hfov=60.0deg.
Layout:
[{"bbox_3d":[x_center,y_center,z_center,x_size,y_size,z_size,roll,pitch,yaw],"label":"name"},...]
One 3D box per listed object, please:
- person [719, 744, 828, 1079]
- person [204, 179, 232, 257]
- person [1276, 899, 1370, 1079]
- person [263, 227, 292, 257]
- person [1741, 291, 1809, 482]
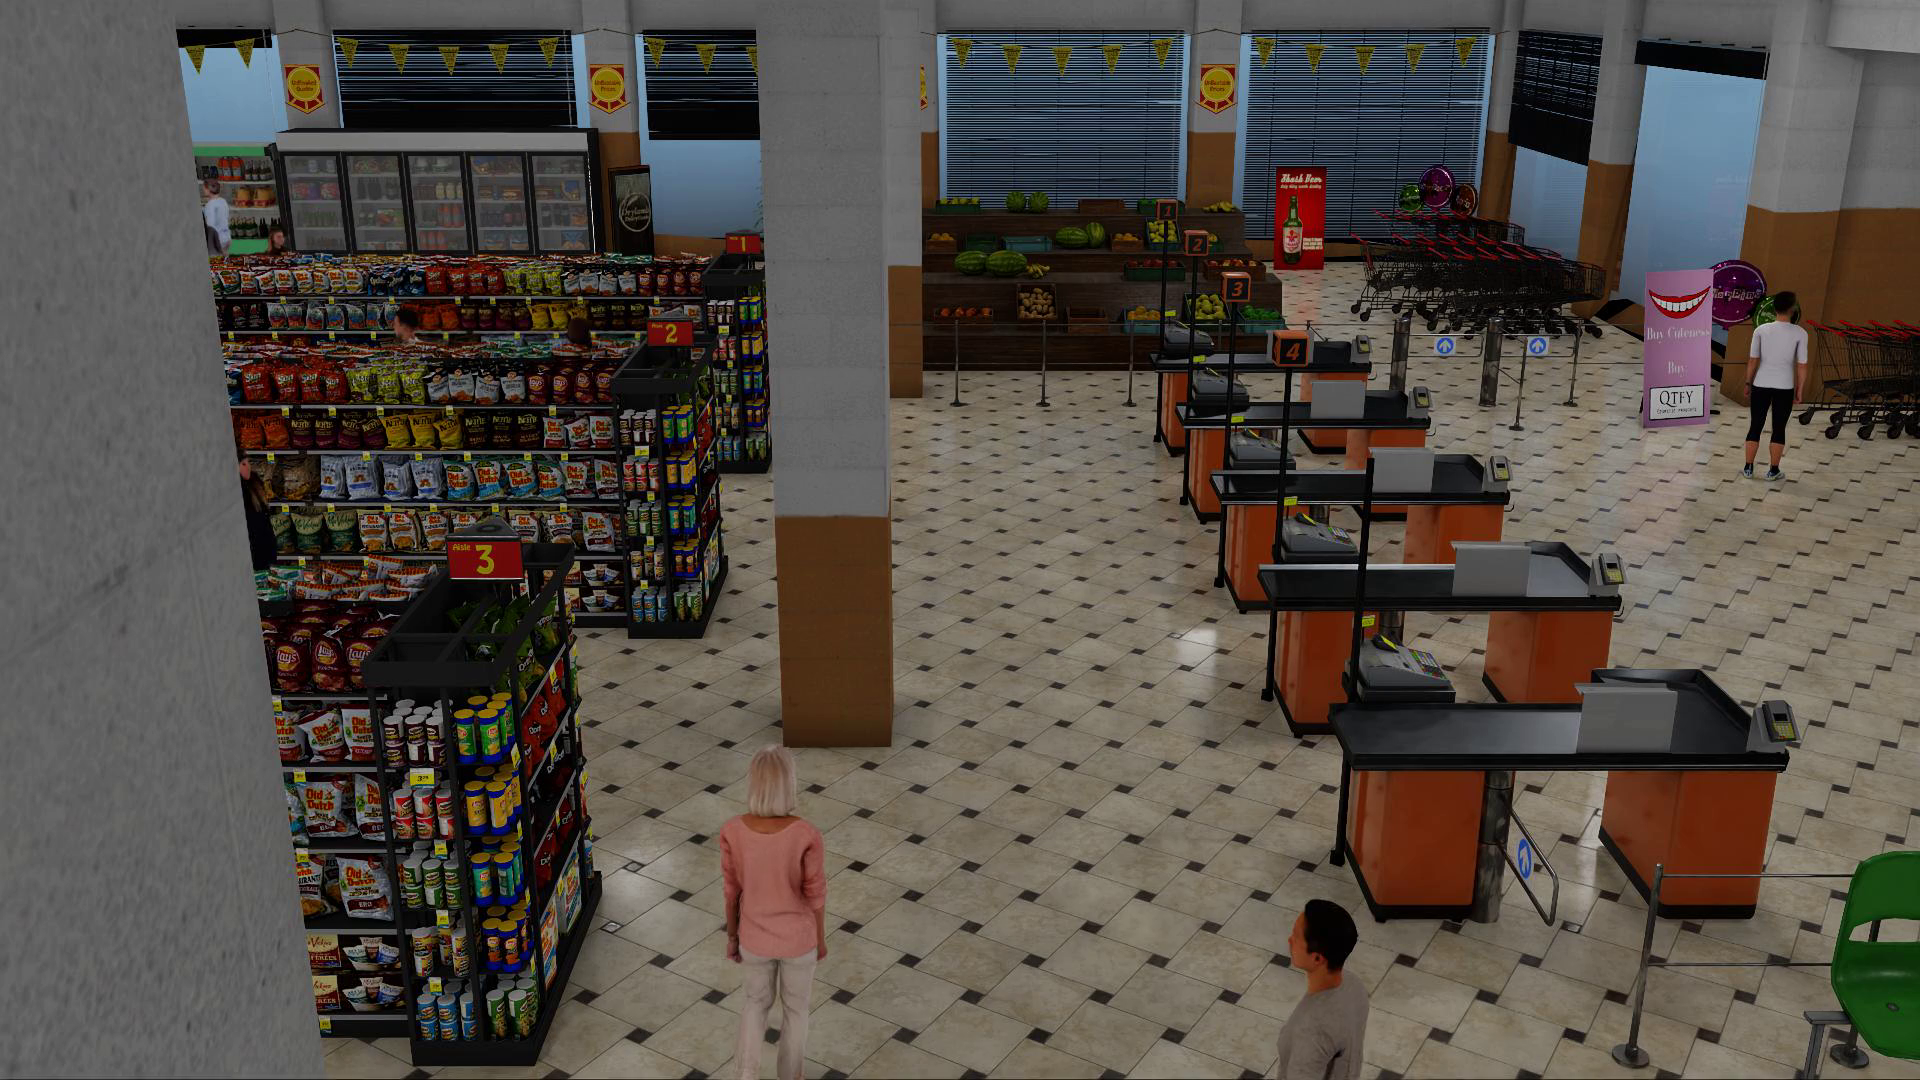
[{"bbox_3d":[-0.786,1.687,6.964,0.829,1.711,0.740,3,19,9],"label":"person"},{"bbox_3d":[-10.999,-4.454,24.917,0.921,1.877,0.663,1,19,2],"label":"person"},{"bbox_3d":[1.290,2.081,5.676,1.135,1.787,0.887,8,20,22],"label":"person"},{"bbox_3d":[-8.808,-3.200,21.518,0.952,1.671,0.797,7,20,19],"label":"person"},{"bbox_3d":[7.923,-1.499,16.195,0.701,1.850,0.820,12,22,31],"label":"person"}]
